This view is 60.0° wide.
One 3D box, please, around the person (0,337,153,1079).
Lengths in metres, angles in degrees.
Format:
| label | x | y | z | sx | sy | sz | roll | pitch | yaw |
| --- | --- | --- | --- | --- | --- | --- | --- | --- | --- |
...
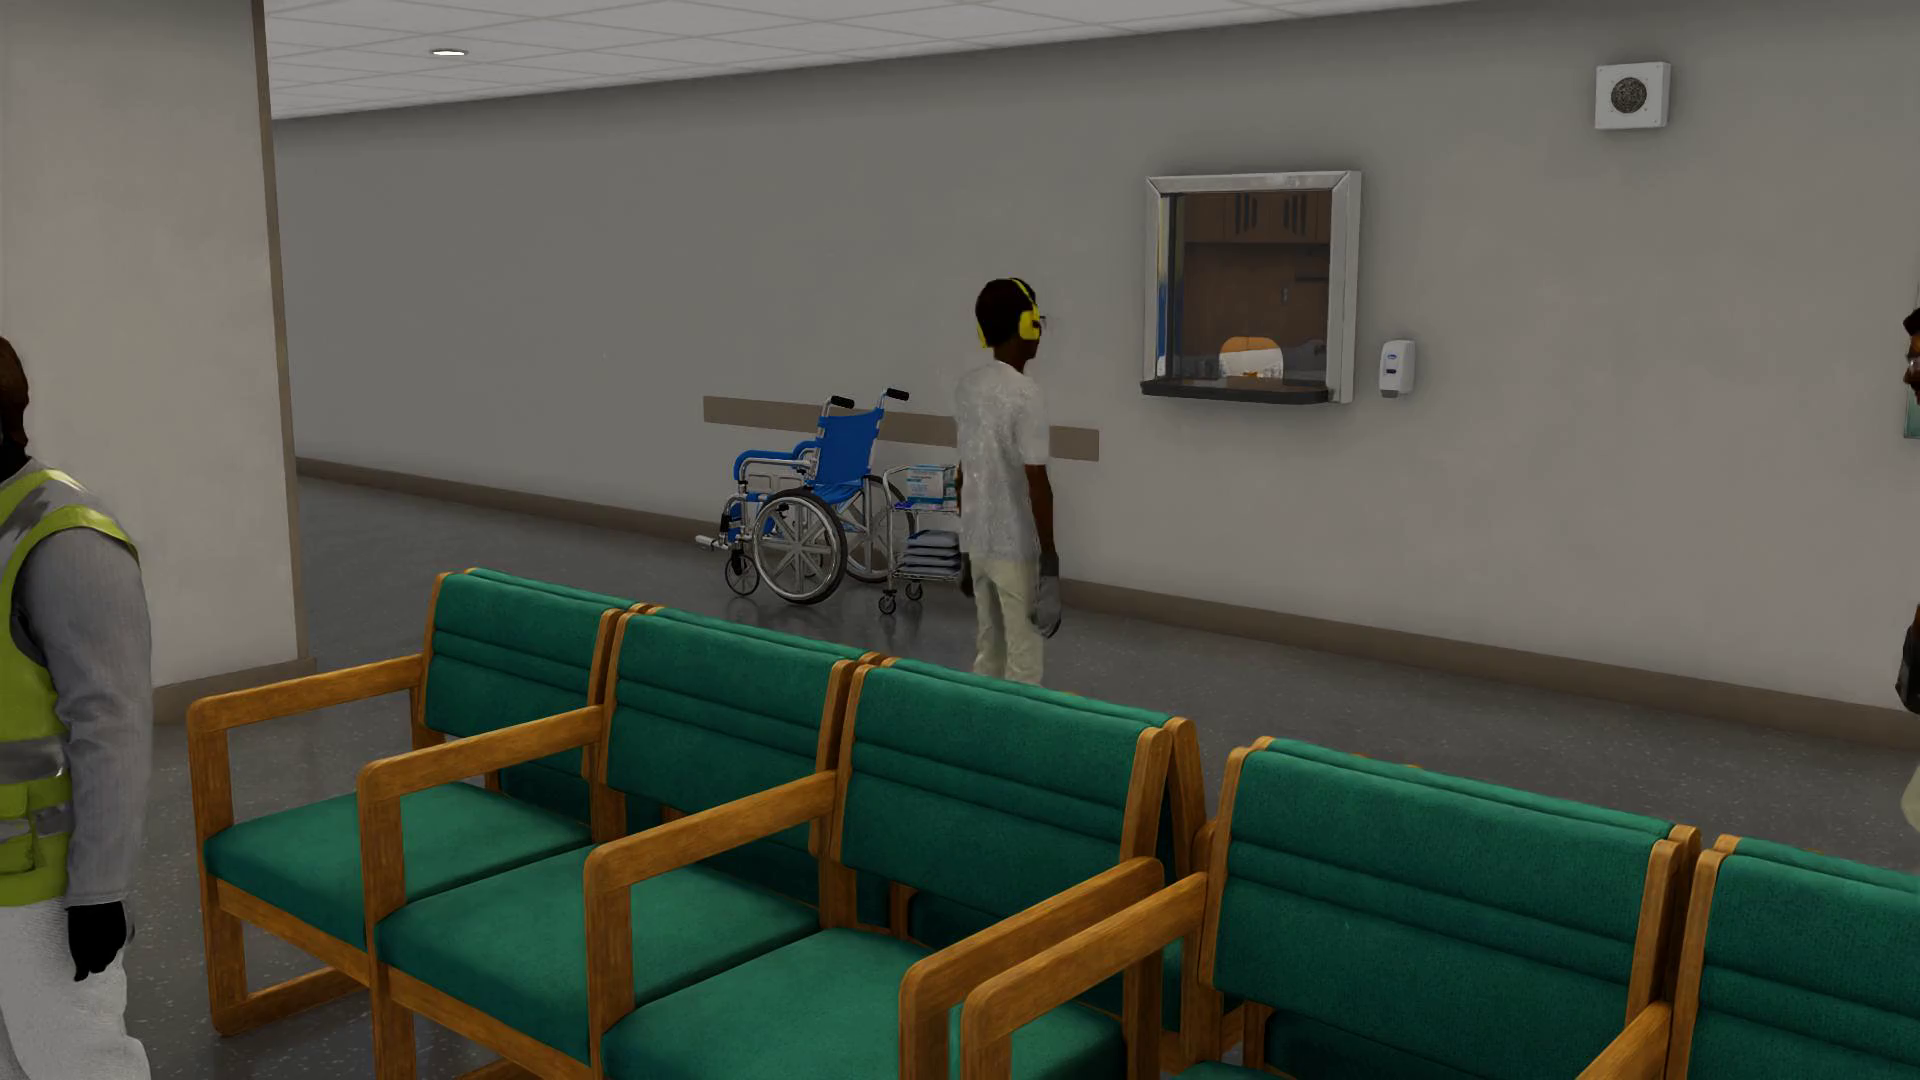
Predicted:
| label | x | y | z | sx | sy | sz | roll | pitch | yaw |
| --- | --- | --- | --- | --- | --- | --- | --- | --- | --- |
| person | -1.654 | 0.548 | 2.863 | 0.637 | 1.842 | 0.429 | 6 | 12 | 31 |

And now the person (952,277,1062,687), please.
| label | x | y | z | sx | sy | sz | roll | pitch | yaw |
| --- | --- | --- | --- | --- | --- | --- | --- | --- | --- |
| person | 0.150 | 0.070 | 5.585 | 0.309 | 1.863 | 0.584 | -6 | 11 | -29 |

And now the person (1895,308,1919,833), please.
| label | x | y | z | sx | sy | sz | roll | pitch | yaw |
| --- | --- | --- | --- | --- | --- | --- | --- | --- | --- |
| person | 2.585 | 0.311 | 4.233 | 0.451 | 1.834 | 0.557 | 2 | 10 | 13 |
